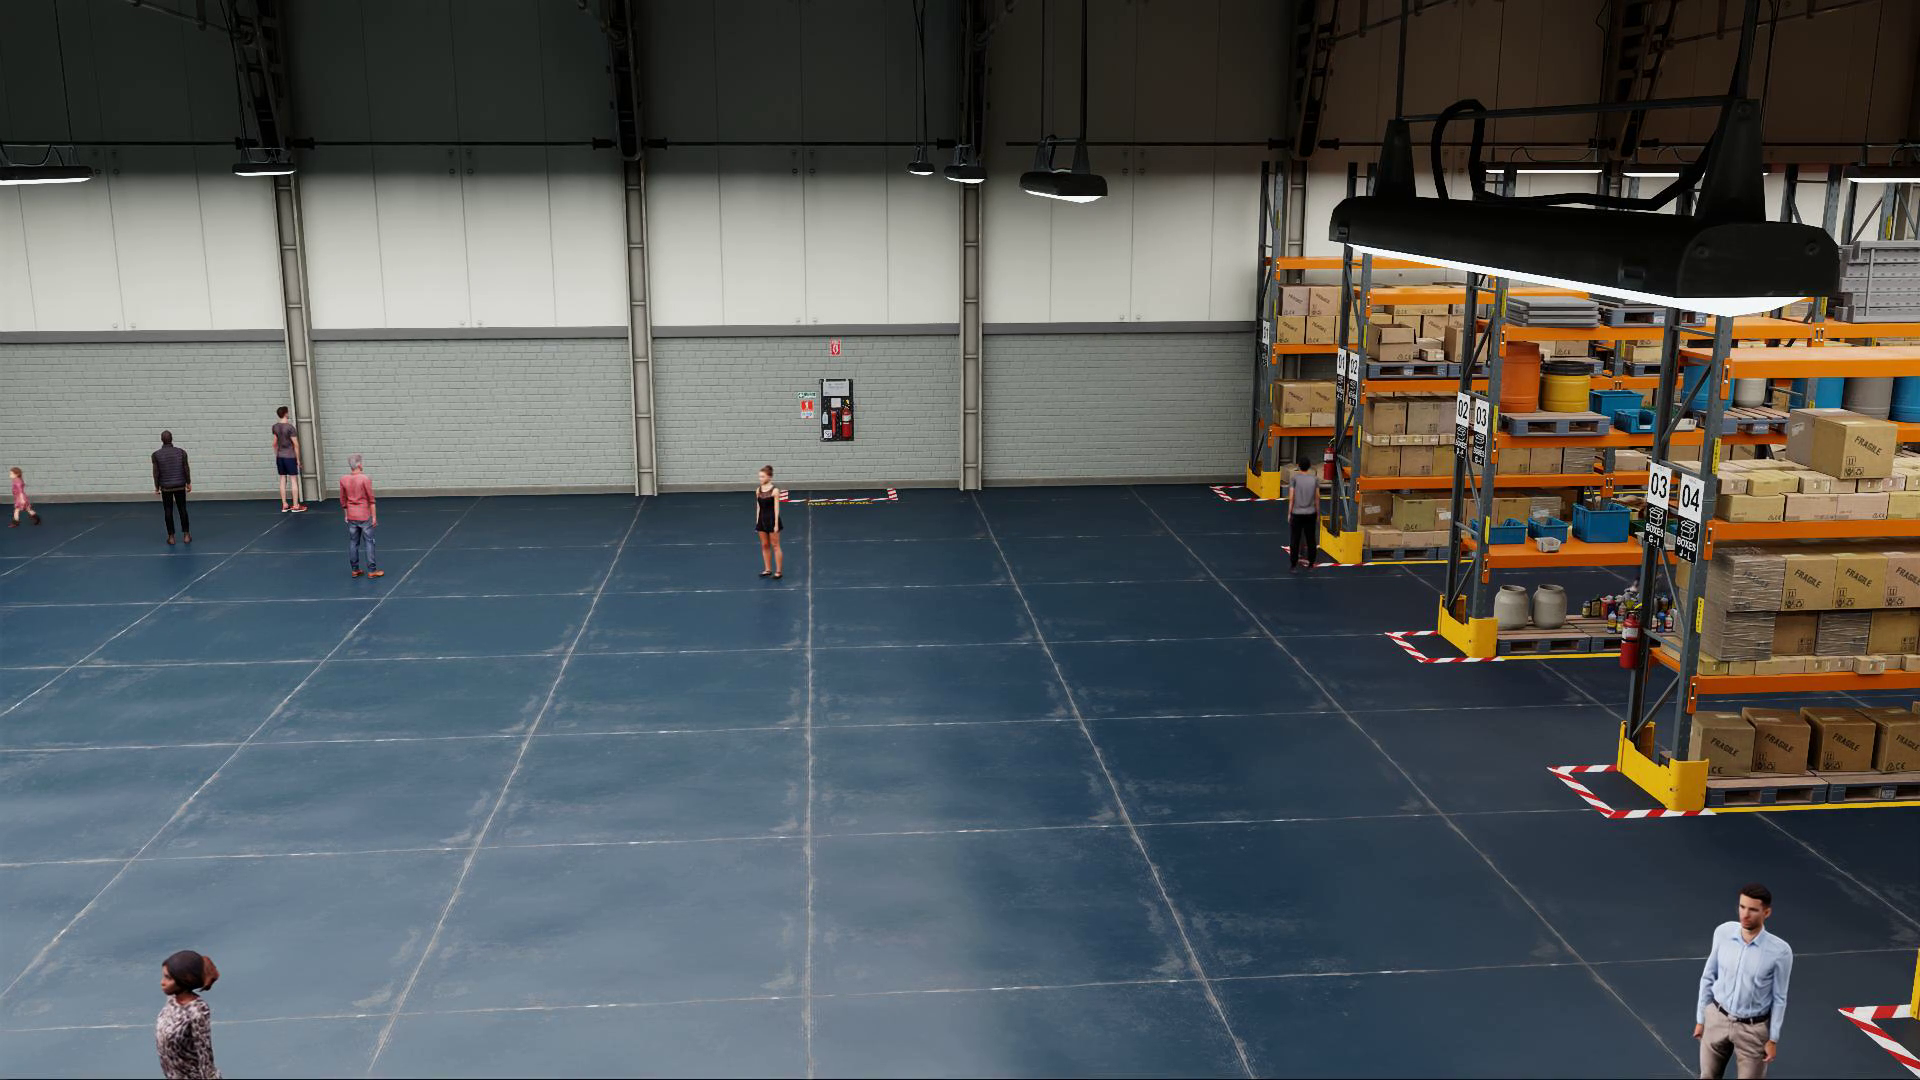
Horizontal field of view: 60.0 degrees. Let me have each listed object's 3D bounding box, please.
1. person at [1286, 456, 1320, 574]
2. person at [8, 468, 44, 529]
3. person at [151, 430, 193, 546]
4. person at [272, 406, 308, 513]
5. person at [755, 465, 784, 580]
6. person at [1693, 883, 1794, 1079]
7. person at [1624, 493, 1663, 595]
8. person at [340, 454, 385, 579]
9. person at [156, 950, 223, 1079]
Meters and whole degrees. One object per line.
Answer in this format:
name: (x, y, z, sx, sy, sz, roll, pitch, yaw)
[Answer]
person: (5.127, -0.389, 24.848, 0.464, 1.754, 0.677, -1, 13, -3)
person: (-15.700, -0.711, 27.883, 0.798, 1.012, 0.628, -7, 15, -28)
person: (-12.632, -0.856, 26.683, 0.671, 1.836, 0.829, -7, 15, -28)
person: (-11.769, -1.416, 29.064, 0.619, 1.852, 0.774, 4, 14, 16)
person: (-2.806, -0.268, 24.491, 0.672, 1.679, 0.749, 8, 15, 32)
person: (4.763, 2.962, 10.171, 0.749, 1.848, 0.804, 12, 17, 41)
person: (9.766, 0.040, 23.630, 0.920, 1.468, 0.659, -4, 14, -16)
person: (-8.855, -0.358, 24.542, 0.609, 1.831, 0.807, 3, 13, 12)
person: (-4.408, 3.164, 9.594, 0.679, 1.713, 0.733, 12, 18, 42)
